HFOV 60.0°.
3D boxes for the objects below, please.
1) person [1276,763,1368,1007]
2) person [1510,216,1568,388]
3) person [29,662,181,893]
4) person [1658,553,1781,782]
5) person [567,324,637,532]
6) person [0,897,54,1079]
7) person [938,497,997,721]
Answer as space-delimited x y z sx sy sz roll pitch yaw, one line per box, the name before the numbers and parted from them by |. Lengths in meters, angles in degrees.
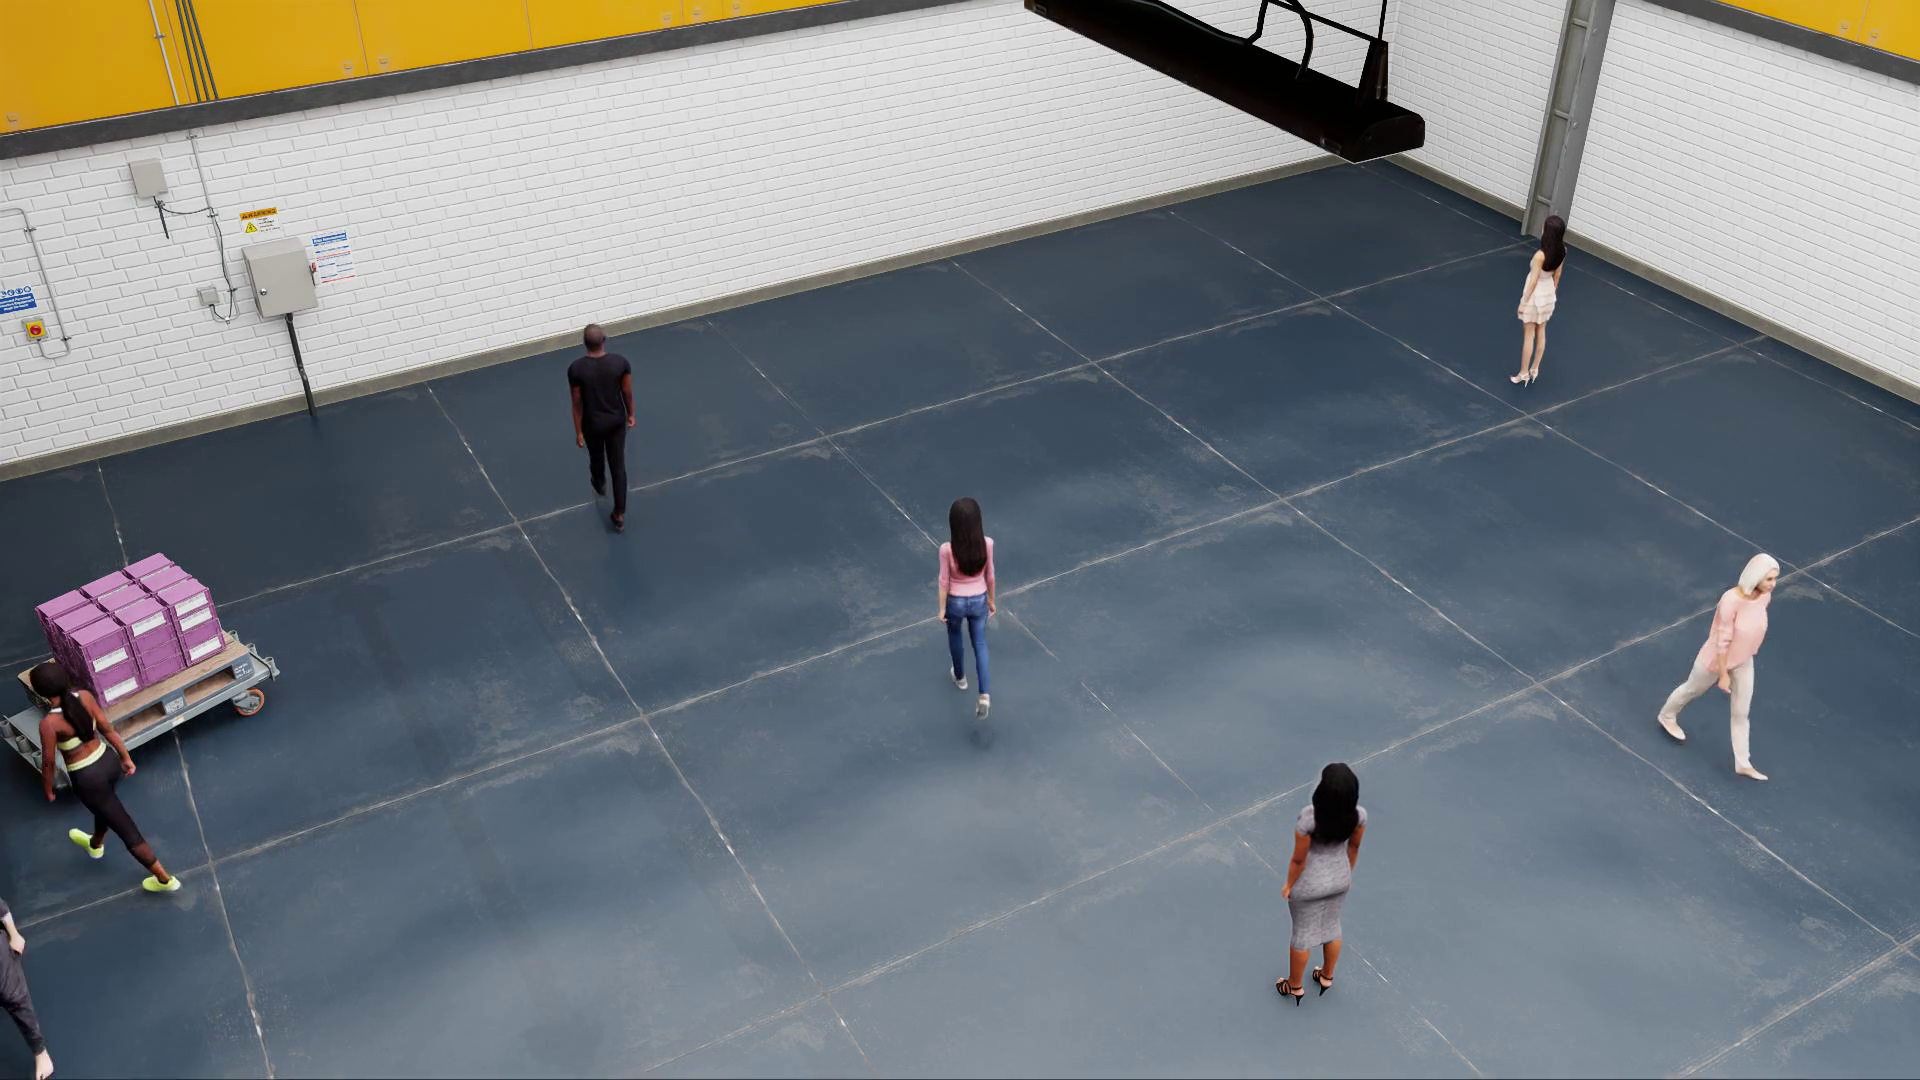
person | 2.068 1.974 9.519 0.633 1.781 0.596 -9 35 -13
person | 5.568 -2.286 15.970 0.572 1.735 0.518 -17 37 -23
person | -5.255 1.508 10.283 1.183 1.711 1.073 11 35 16
person | 5.181 0.780 11.411 0.676 1.675 1.145 -14 36 -20
person | -2.940 -0.903 13.843 0.828 1.786 1.149 -11 35 -16
person | -5.509 2.171 9.293 0.949 1.702 1.142 -1 34 -2
person | 0.061 0.496 11.796 0.769 1.722 1.077 -8 34 -12
